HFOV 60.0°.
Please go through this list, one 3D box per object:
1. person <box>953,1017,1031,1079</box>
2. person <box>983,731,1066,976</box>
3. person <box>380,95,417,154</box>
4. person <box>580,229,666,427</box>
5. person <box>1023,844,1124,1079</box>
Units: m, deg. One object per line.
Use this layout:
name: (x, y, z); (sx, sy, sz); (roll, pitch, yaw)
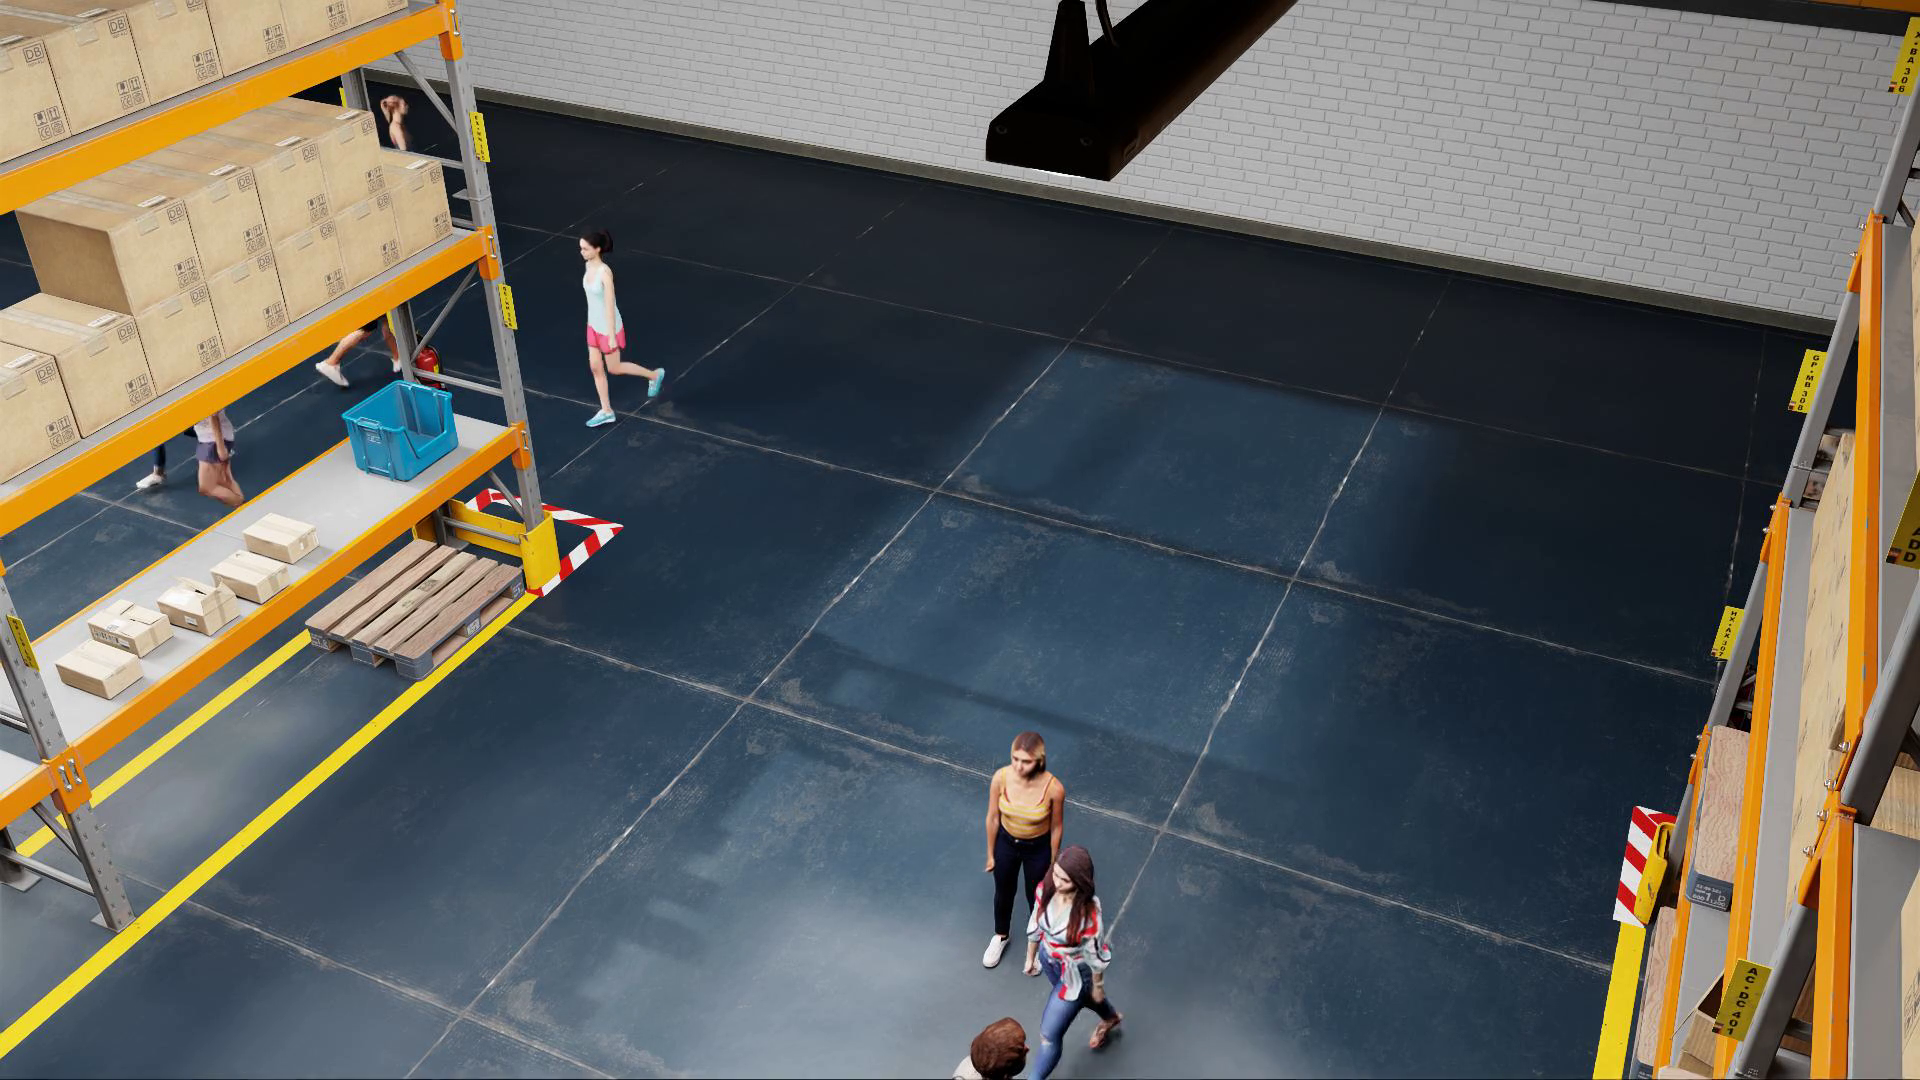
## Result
person: (0.148, 2.753, 7.178); (0.721, 1.893, 0.734); (-21, 39, -29)
person: (0.351, 1.680, 9.032); (0.592, 1.628, 0.557); (10, 35, 14)
person: (-5.769, -3.725, 17.109); (0.935, 1.688, 0.916); (-8, 34, -12)
person: (-2.947, -1.821, 14.195); (1.093, 1.743, 0.869); (-24, 40, -31)
person: (0.599, 2.124, 8.410); (1.176, 1.576, 0.920); (-27, 42, -34)
